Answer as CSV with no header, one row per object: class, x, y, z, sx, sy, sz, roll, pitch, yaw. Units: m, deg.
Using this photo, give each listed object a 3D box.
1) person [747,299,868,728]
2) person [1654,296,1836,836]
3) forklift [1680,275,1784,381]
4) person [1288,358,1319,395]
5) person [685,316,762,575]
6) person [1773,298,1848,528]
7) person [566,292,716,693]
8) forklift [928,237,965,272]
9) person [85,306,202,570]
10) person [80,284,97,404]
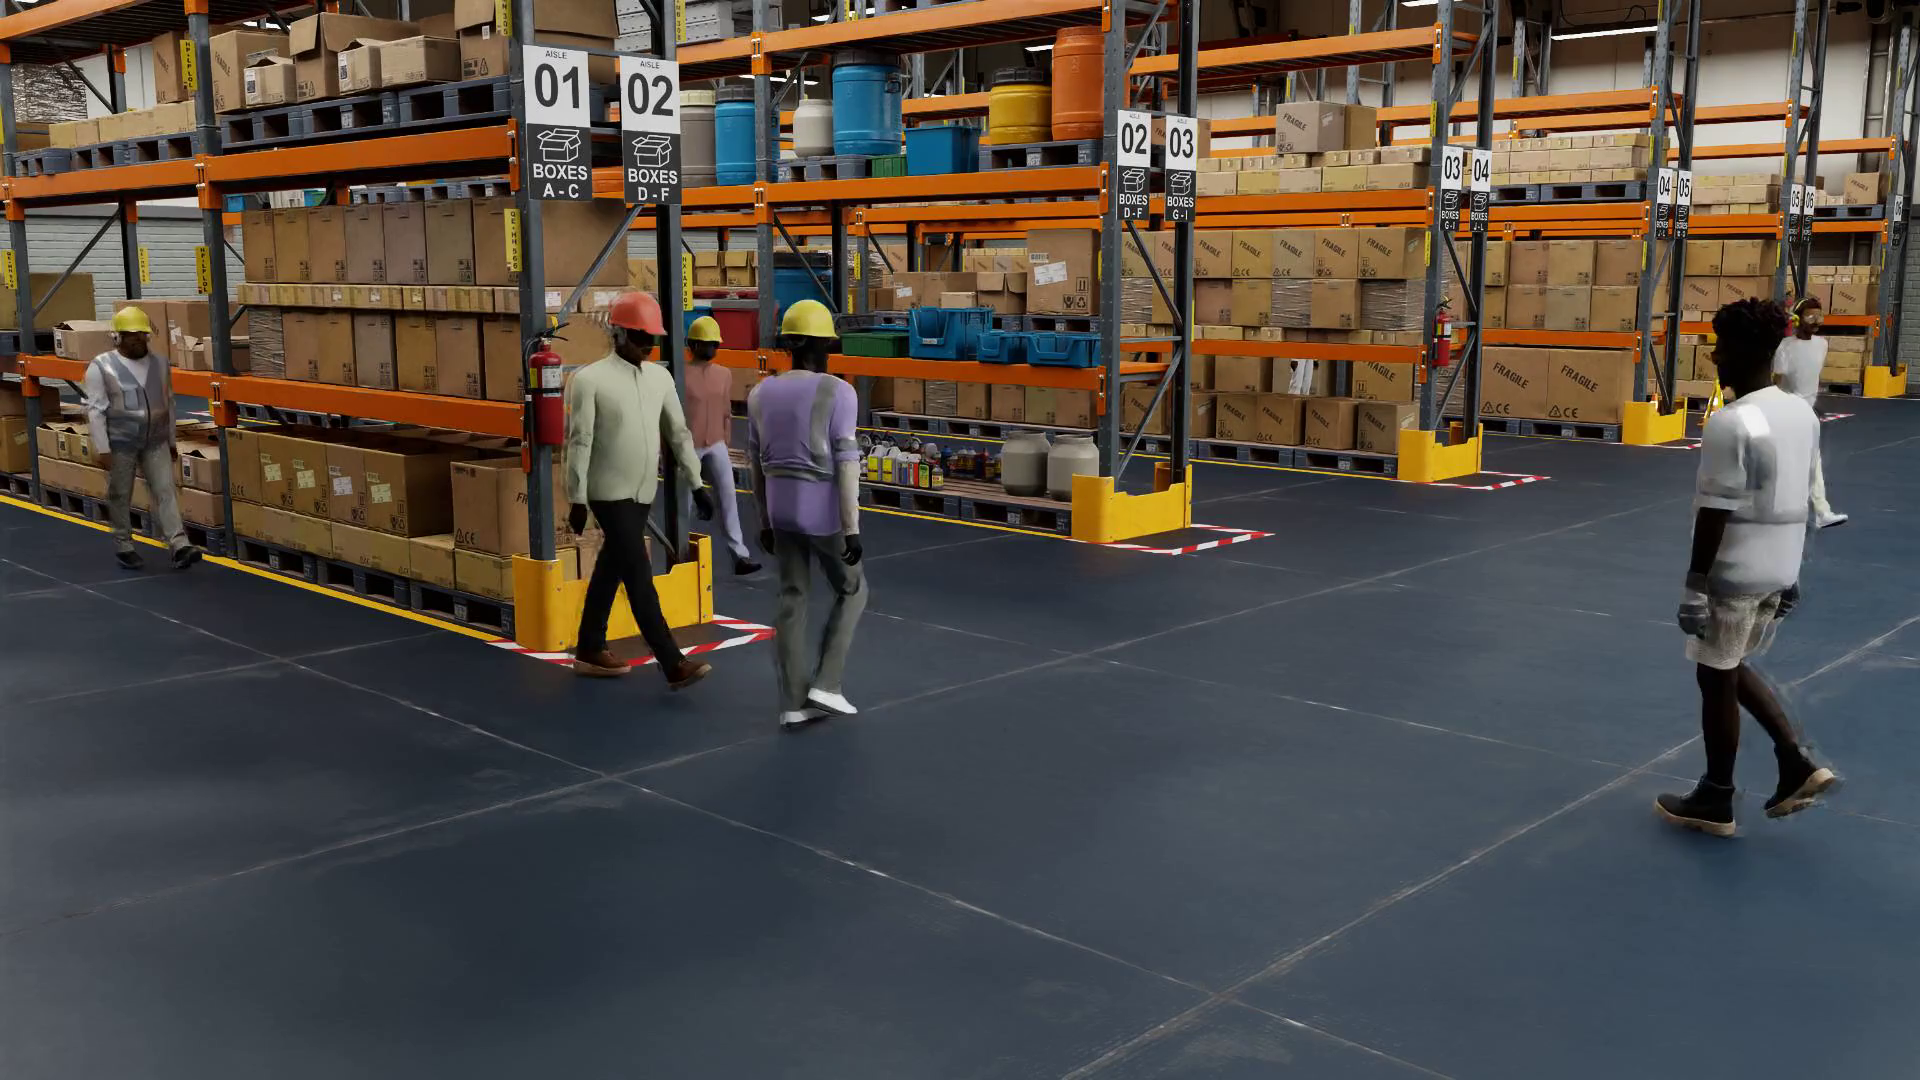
person,-0.659,-0.115,7.471,0.628,1.909,0.476,5,11,30
person,2.830,0.112,5.957,0.631,1.952,0.498,-7,12,-38
forklift,12.480,-3.427,27.053,1.214,2.155,2.313,9,13,43
person,4.354,-2.313,21.046,0.356,1.883,0.573,8,12,41
person,-1.664,-0.599,11.000,0.538,1.734,0.832,-7,12,-37
person,6.700,-1.010,13.295,0.538,1.801,0.988,-2,9,-10
person,-1.564,-0.234,8.132,1.039,1.924,0.637,6,11,32
forklift,-0.326,-5.817,39.609,1.129,2.768,1.873,9,13,43
person,-5.526,-0.670,11.248,0.897,1.786,0.621,8,12,39
person,-13.288,-3.007,25.379,0.508,1.860,0.315,5,11,30
